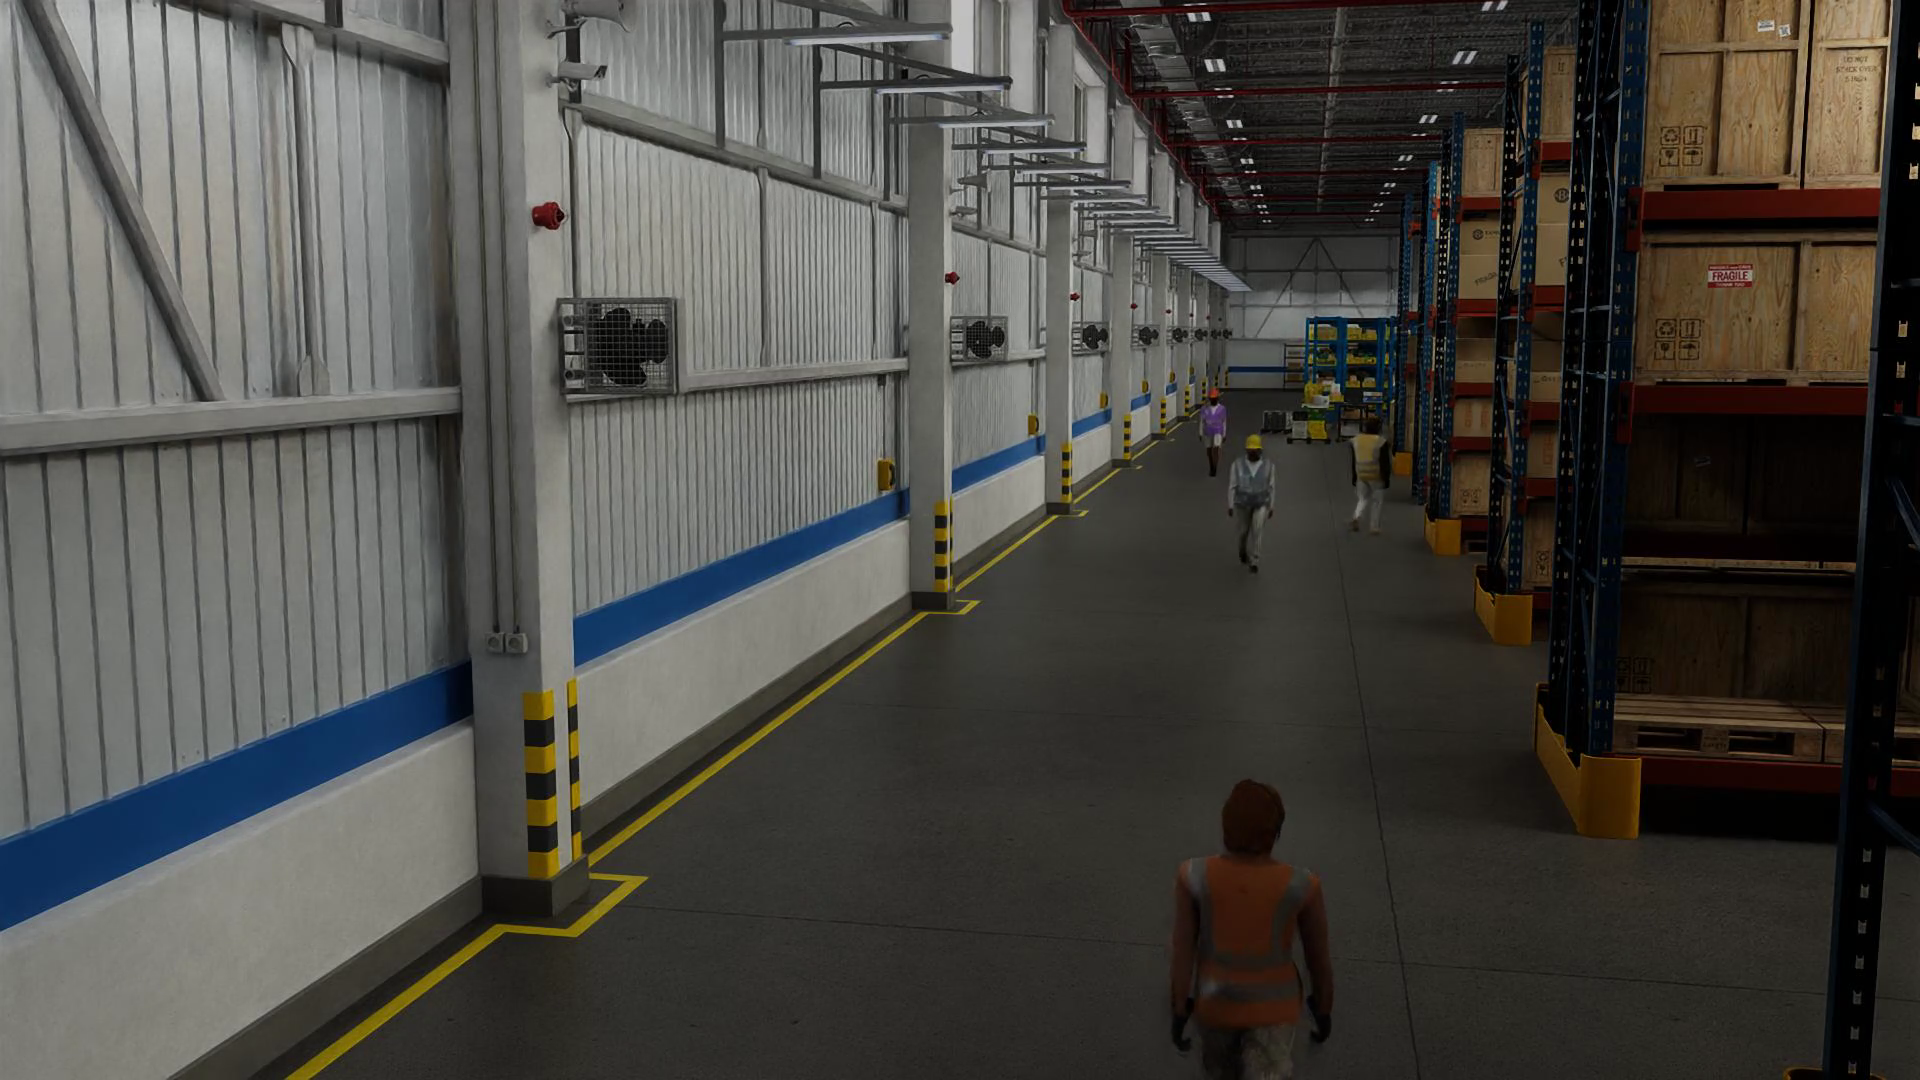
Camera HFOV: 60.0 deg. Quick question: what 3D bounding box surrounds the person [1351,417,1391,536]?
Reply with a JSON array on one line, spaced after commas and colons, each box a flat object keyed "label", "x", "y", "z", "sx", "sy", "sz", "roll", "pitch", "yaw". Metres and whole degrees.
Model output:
[{"label": "person", "x": 6.240, "y": -0.956, "z": 25.227, "sx": 0.652, "sy": 1.827, "sz": 0.454, "roll": 7, "pitch": 10, "yaw": 43}]

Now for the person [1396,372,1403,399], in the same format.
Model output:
[{"label": "person", "x": 15.903, "y": -5.249, "z": 59.627, "sx": 0.618, "sy": 1.828, "sz": 0.406, "roll": -1, "pitch": 7, "yaw": -9}]

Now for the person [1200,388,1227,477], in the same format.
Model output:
[{"label": "person", "x": 5.493, "y": -2.335, "z": 35.967, "sx": 0.553, "sy": 1.915, "sz": 0.875, "roll": 2, "pitch": 7, "yaw": 18}]

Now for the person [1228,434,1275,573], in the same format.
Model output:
[{"label": "person", "x": 3.779, "y": -0.489, "z": 21.593, "sx": 0.595, "sy": 1.808, "sz": 0.614, "roll": 1, "pitch": 7, "yaw": 7}]

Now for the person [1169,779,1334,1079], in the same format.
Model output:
[{"label": "person", "x": 0.990, "y": 1.605, "z": 5.657, "sx": 0.538, "sy": 1.588, "sz": 0.878, "roll": 2, "pitch": 8, "yaw": 19}]
